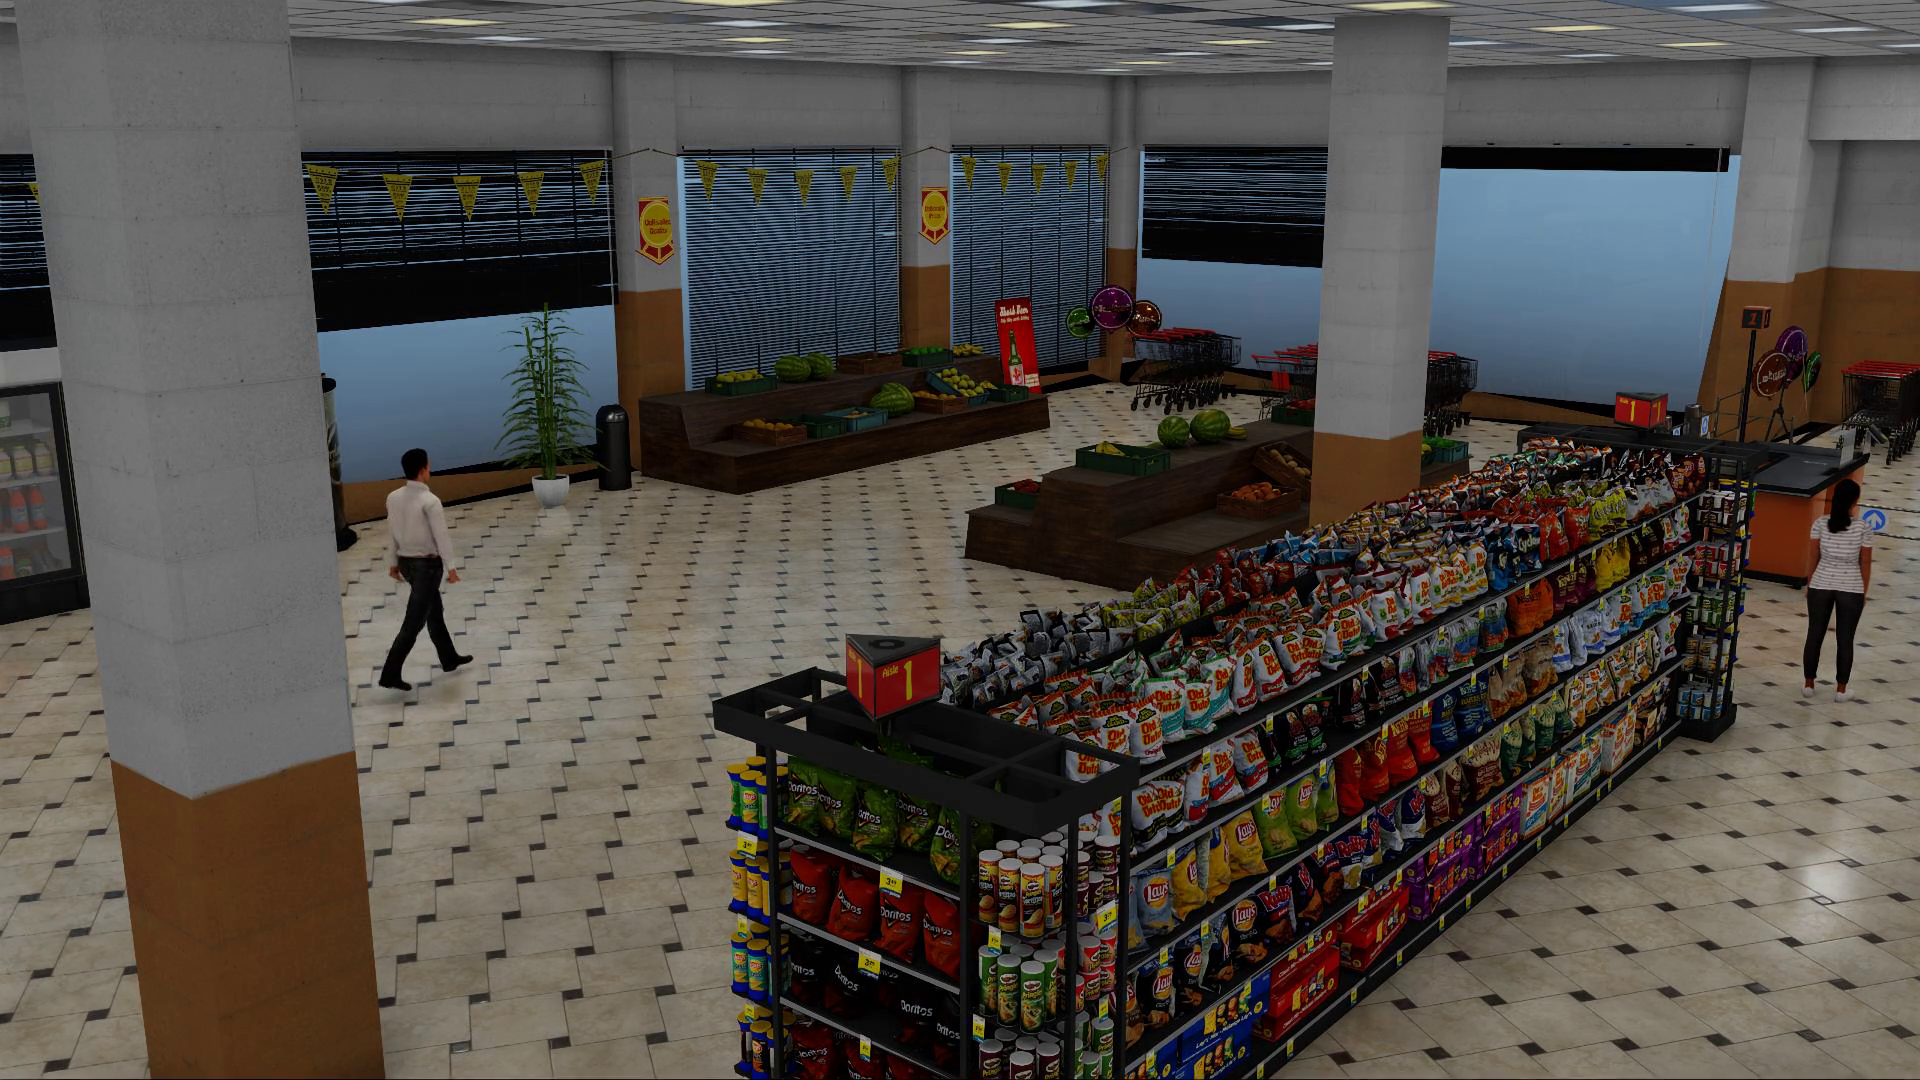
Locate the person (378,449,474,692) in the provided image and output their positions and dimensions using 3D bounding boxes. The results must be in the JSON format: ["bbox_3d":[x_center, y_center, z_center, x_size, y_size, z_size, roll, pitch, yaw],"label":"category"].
[{"bbox_3d":[-4.061,0.258,12.311,0.821,1.766,1.228,8,16,29],"label":"person"}]

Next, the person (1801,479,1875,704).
[{"bbox_3d":[6.399,0.361,12.142,0.572,1.646,0.529,10,17,36],"label":"person"}]
